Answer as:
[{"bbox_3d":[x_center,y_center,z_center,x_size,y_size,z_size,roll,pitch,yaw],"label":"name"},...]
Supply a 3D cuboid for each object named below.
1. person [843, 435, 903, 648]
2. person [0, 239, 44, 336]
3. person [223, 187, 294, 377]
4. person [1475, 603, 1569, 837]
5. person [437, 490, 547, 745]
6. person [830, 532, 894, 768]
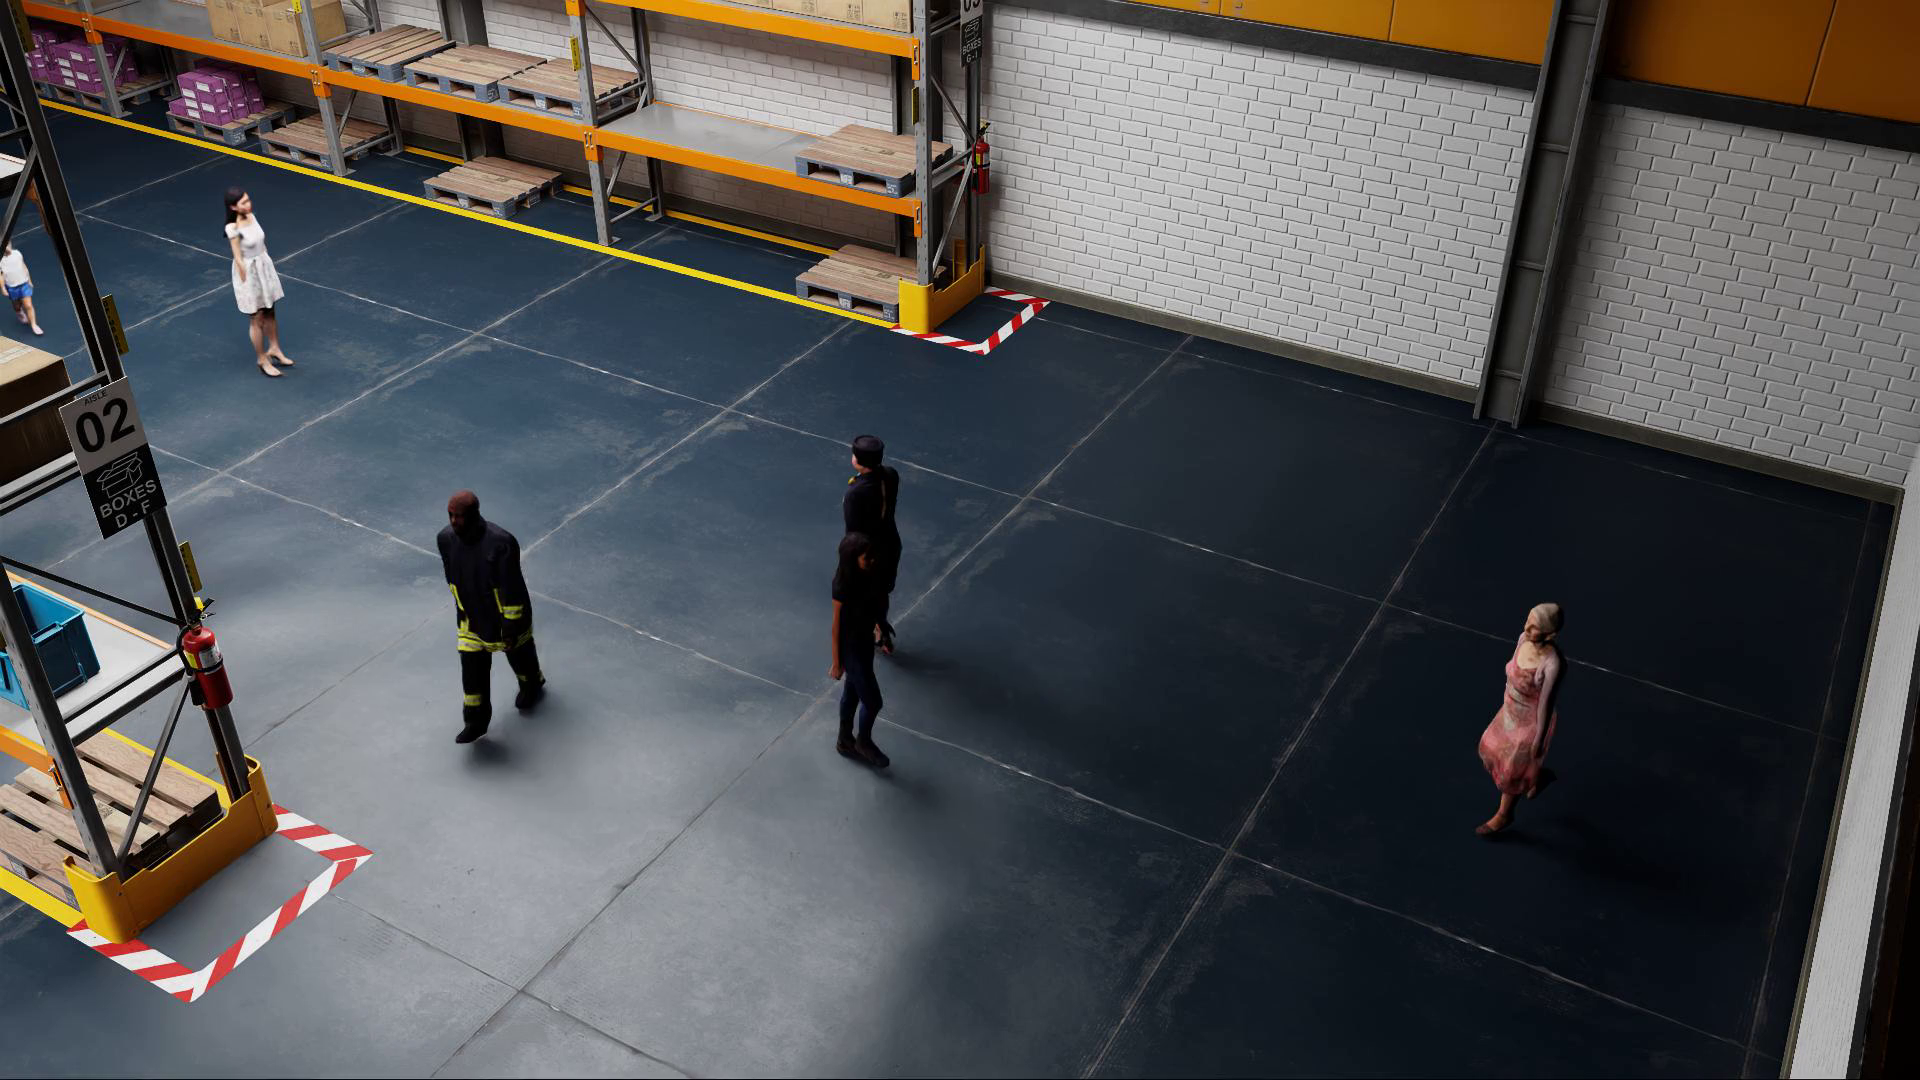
[{"bbox_3d":[-0.552,0.075,11.440,0.673,1.665,0.730,21,39,28],"label":"person"},{"bbox_3d":[-9.008,-2.466,15.854,0.558,1.010,0.724,-25,41,-33],"label":"person"},{"bbox_3d":[-6.337,-2.328,14.960,0.749,1.770,0.746,6,34,9],"label":"person"},{"bbox_3d":[3.445,1.066,9.937,0.908,1.679,0.857,-11,35,-15],"label":"person"},{"bbox_3d":[-3.008,0.385,10.867,1.159,1.783,1.037,5,34,8],"label":"person"},{"bbox_3d":[-0.731,0.665,10.497,0.654,1.726,0.614,15,36,21],"label":"person"}]
